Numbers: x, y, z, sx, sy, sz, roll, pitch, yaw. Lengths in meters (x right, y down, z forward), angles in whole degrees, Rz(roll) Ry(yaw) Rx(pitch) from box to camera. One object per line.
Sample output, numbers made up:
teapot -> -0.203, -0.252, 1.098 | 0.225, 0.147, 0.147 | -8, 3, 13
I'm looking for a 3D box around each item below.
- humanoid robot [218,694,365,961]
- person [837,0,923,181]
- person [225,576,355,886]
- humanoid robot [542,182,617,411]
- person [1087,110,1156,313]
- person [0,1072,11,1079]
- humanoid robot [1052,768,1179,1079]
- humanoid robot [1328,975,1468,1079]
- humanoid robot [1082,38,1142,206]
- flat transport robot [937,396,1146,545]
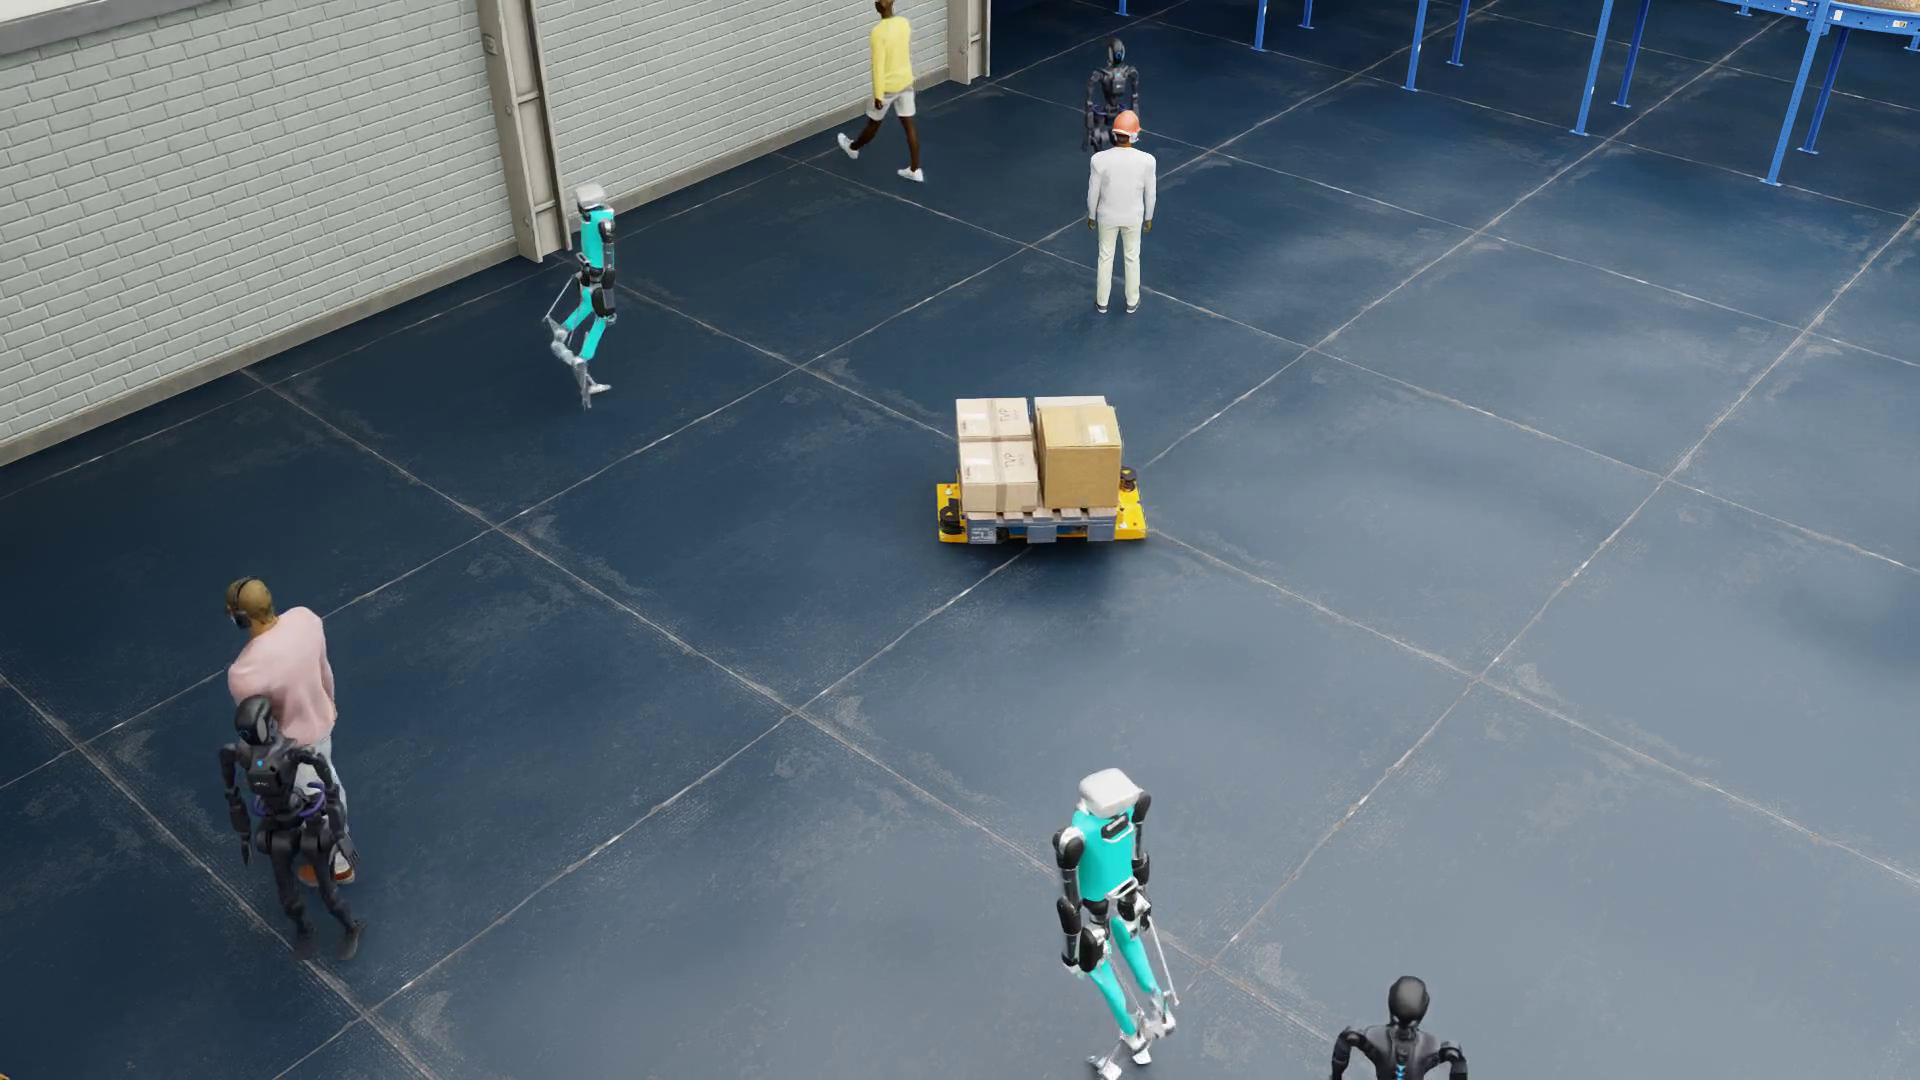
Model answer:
humanoid robot -> -3.264, 1.428, 8.171 | 0.599, 1.654, 0.332 | 1, 35, 1
person -> -0.770, -4.510, 16.356 | 0.562, 1.844, 1.048 | -29, 45, -34
person -> -3.448, 0.992, 8.568 | 0.439, 1.930, 0.634 | 9, 36, 12
humanoid robot -> -2.916, -1.765, 12.697 | 0.737, 1.899, 0.545 | -19, 40, -25
person -> 1.348, -2.748, 13.967 | 0.568, 1.747, 0.336 | 3, 36, 4
person -> -4.087, 2.324, 6.768 | 0.410, 1.850, 0.543 | -3, 36, -4
humanoid robot -> 0.775, 1.868, 7.507 | 0.530, 1.798, 0.712 | -27, 44, -33
humanoid robot -> 1.759, 2.425, 6.784 | 0.598, 1.636, 0.544 | 8, 36, 11
humanoid robot -> 1.418, -3.882, 15.617 | 0.591, 1.651, 0.334 | -14, 38, -18
flat transport robot -> 0.560, -0.248, 11.736 | 1.431, 0.231, 0.659 | -1, 35, -2
